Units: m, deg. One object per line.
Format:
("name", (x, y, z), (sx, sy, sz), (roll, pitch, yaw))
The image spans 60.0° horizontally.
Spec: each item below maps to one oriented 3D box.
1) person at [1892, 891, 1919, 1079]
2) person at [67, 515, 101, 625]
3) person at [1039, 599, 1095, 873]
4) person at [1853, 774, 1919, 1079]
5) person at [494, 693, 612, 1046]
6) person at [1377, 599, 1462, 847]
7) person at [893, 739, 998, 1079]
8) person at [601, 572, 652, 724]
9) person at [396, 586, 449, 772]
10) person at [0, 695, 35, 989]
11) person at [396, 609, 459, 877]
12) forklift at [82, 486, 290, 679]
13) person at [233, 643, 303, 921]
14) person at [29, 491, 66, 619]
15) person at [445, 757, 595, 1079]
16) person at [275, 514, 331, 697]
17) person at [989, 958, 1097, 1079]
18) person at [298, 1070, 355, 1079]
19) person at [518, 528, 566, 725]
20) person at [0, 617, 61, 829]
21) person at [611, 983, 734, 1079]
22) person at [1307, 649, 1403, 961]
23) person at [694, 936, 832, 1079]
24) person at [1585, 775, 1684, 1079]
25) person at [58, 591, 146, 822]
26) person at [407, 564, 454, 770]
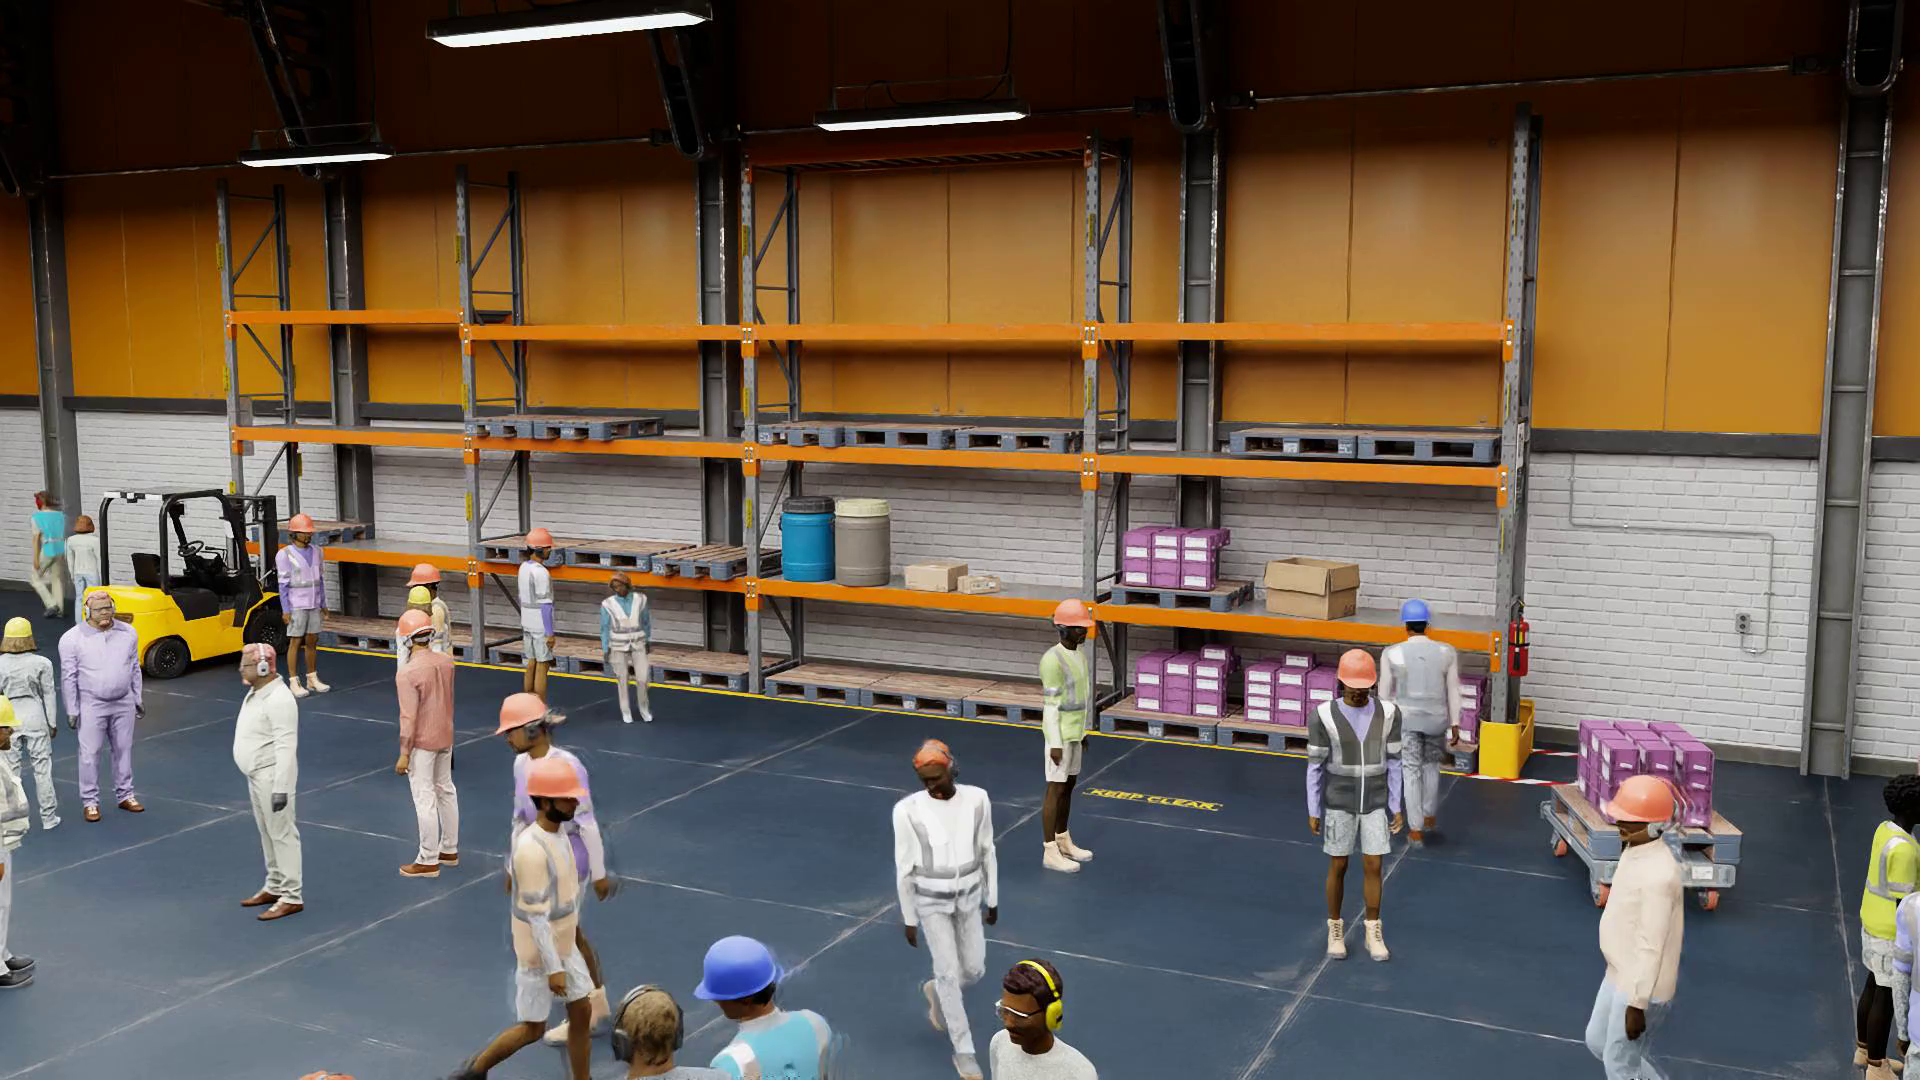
("person", (4.313, 2.155, 7.174), (0.358, 1.938, 0.548), (-4, 8, -32))
("person", (-11.682, 0.477, 22.272), (0.506, 1.636, 0.278), (1, 7, 7))
("person", (0.823, 1.454, 12.528), (0.385, 2.045, 0.605), (3, 8, 26))
("person", (4.976, 2.071, 8.851), (0.318, 1.695, 0.539), (2, 7, 19))
("person", (-2.298, 1.850, 9.480), (0.627, 1.987, 0.649), (-6, 9, -41))
("person", (3.612, 1.435, 13.180), (0.630, 1.914, 0.661), (0, 7, 4))
("person", (-0.093, 1.964, 9.096), (0.621, 1.852, 0.655), (-3, 8, -23))
("person", (-3.447, 1.111, 17.128), (0.527, 1.605, 0.461), (-3, 7, -23))
("person", (-4.898, 1.283, 15.175), (0.486, 1.744, 0.294), (-6, 9, -39))
("person", (-5.926, 1.848, 10.203), (0.403, 1.818, 0.606), (-4, 8, -30))
("person", (-3.980, 1.502, 12.357), (0.392, 1.990, 0.611), (2, 7, 18))
("forklift", (-9.426, 0.454, 20.179), (1.214, 2.155, 2.313), (3, 8, 26))
("person", (-4.786, 1.650, 11.473), (0.399, 1.908, 0.643), (-5, 9, -37))
("person", (-12.915, 0.225, 23.556), (0.463, 1.824, 0.601), (2, 7, 17))
("person", (-2.152, 2.029, 8.371), (0.845, 1.911, 0.545), (1, 7, 8))
("person", (-7.317, 0.721, 18.589), (0.374, 2.043, 0.612), (3, 8, 26))
("person", (0.266, 2.359, 5.813), (0.327, 1.863, 0.508), (-6, 9, -42))
("person", (-1.782, 2.466, 4.867), (0.352, 1.878, 0.579), (4, 8, 29))
("person", (-4.332, 0.890, 17.192), (0.373, 2.043, 0.615), (-5, 9, -36))
("person", (-7.583, 1.490, 13.464), (0.492, 1.742, 0.315), (-3, 8, -26))
("person", (-0.986, 2.380, 5.384), (0.638, 1.930, 0.387), (-6, 9, -41))
("person", (2.536, 1.690, 10.666), (0.616, 2.028, 0.408), (0, 7, -2))
("person", (-0.733, 2.316, 5.996), (0.944, 1.890, 0.645), (6, 9, 43))
("person", (3.193, 2.056, 7.825), (0.462, 1.972, 0.642), (2, 7, 13))
("person", (-7.105, 1.364, 13.837), (0.409, 1.906, 0.652), (6, 9, 38))
("person", (-4.873, 1.174, 15.346), (0.386, 1.930, 0.539), (-3, 7, -22))
